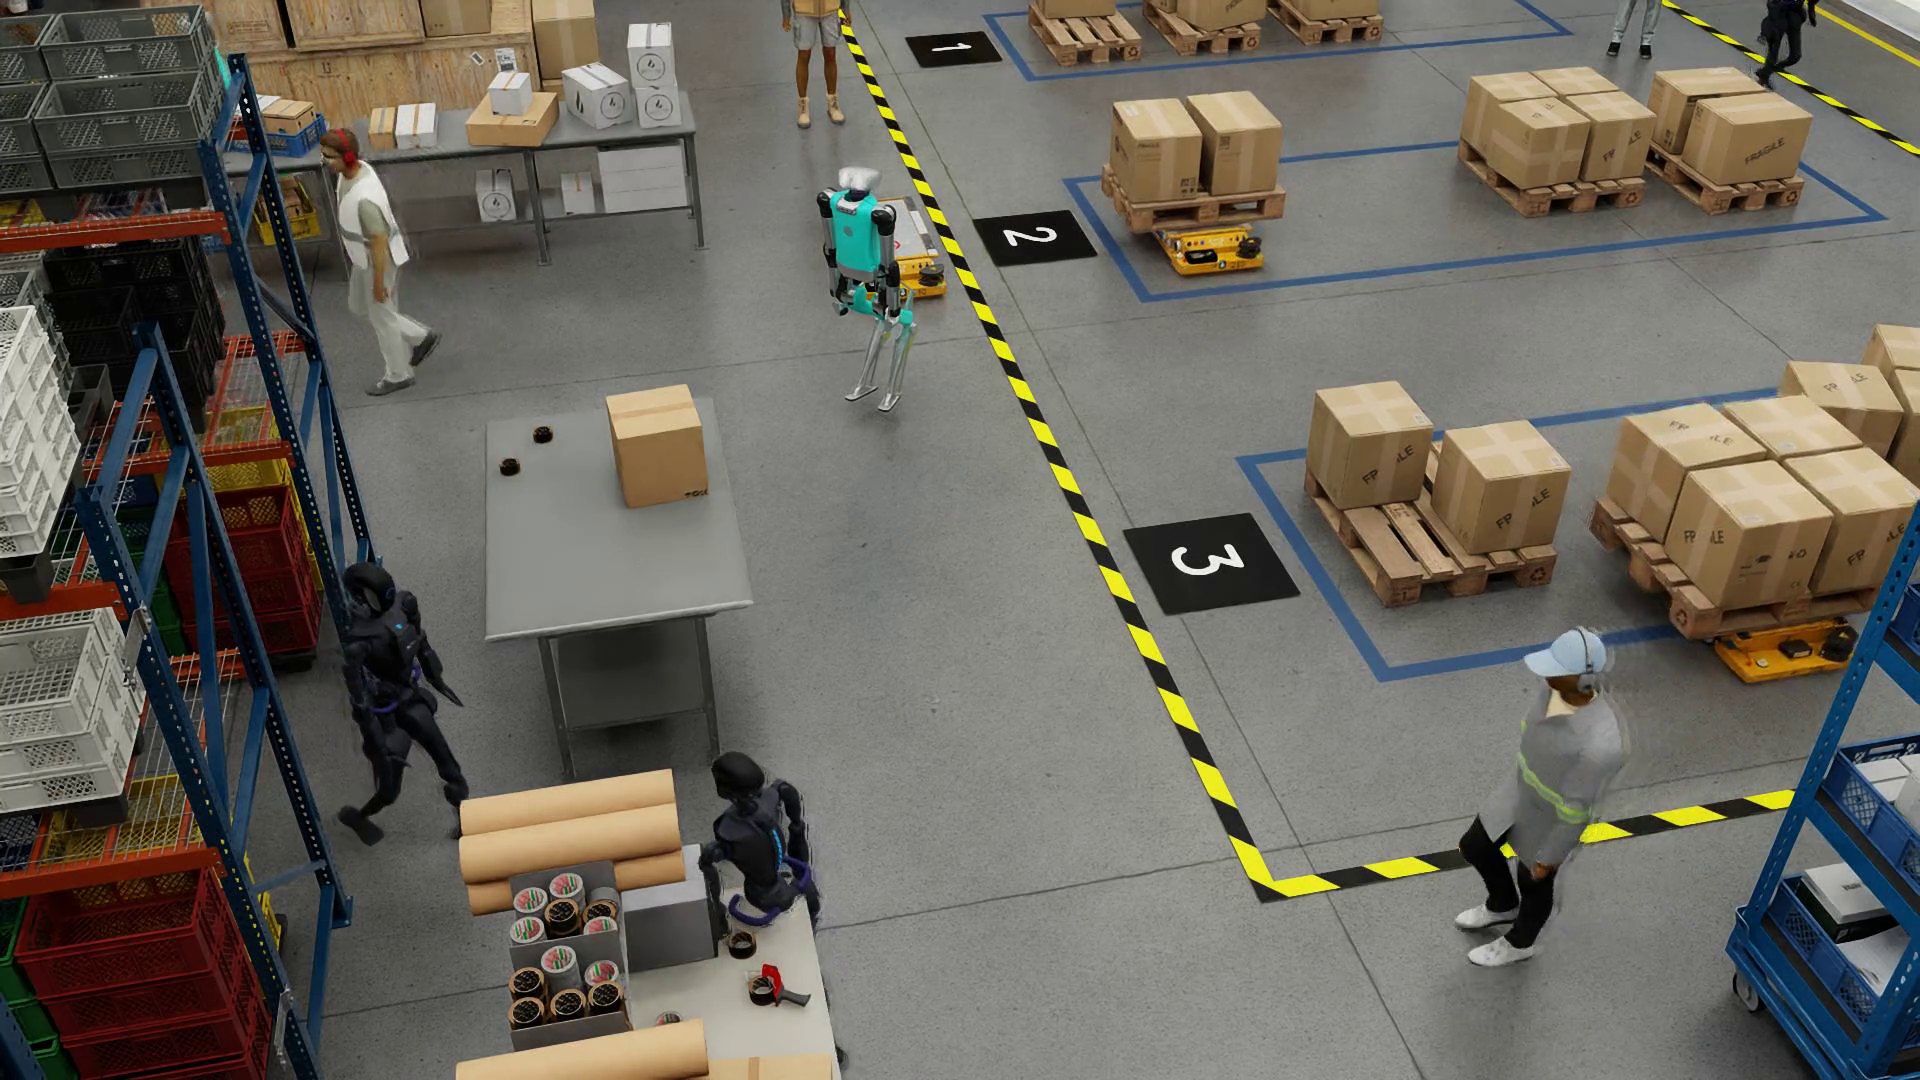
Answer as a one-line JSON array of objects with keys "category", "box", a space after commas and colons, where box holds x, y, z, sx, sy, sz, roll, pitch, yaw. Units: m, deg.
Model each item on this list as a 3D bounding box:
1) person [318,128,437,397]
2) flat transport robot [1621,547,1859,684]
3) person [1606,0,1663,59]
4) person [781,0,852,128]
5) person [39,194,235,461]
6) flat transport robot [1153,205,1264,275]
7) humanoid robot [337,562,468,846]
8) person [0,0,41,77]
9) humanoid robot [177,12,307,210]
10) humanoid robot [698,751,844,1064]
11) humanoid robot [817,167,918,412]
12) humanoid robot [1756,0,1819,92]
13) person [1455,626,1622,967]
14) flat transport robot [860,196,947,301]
[{"category": "person", "box": [-3.747, -1.775, 10.627, 0.464, 1.831, 0.594, -17, 40, -22]}, {"category": "flat transport robot", "box": [4.259, 0.226, 9.226, 0.652, 0.197, 1.431, -8, 37, -10]}, {"category": "person", "box": [6.481, -5.420, 15.530, 0.599, 1.827, 0.404, 9, 38, 12]}, {"category": "person", "box": [-1.217, -4.522, 14.149, 0.613, 2.039, 0.384, -9, 38, -12]}, {"category": "person", "box": [-5.052, -1.350, 10.013, 0.902, 1.885, 0.589, -24, 43, -28]}, {"category": "flat transport robot", "box": [1.792, -2.492, 12.880, 0.652, 0.197, 1.431, -8, 37, -10]}, {"category": "humanoid robot", "box": [-2.536, 0.754, 7.397, 0.749, 1.639, 0.587, 9, 38, 12]}, {"category": "person", "box": [-8.712, -5.133, 15.057, 0.376, 1.932, 0.550, -28, 45, -32]}, {"category": "humanoid robot", "box": [-5.219, -3.063, 12.512, 0.836, 1.860, 0.546, -8, 37, -10]}, {"category": "humanoid robot", "box": [-0.791, 1.424, 6.472, 0.676, 1.630, 0.591, 23, 42, 27]}, {"category": "humanoid robot", "box": [-0.487, -1.625, 10.391, 0.533, 1.681, 0.735, 21, 41, 26]}, {"category": "humanoid robot", "box": [7.276, -4.640, 14.619, 0.631, 1.625, 0.481, -17, 40, -22]}, {"category": "person", "box": [2.342, 1.092, 6.776, 0.436, 1.838, 0.590, -7, 37, -9]}, {"category": "flat transport robot", "box": [-0.570, -2.220, 12.538, 0.659, 0.231, 1.431, -8, 37, -10]}]
